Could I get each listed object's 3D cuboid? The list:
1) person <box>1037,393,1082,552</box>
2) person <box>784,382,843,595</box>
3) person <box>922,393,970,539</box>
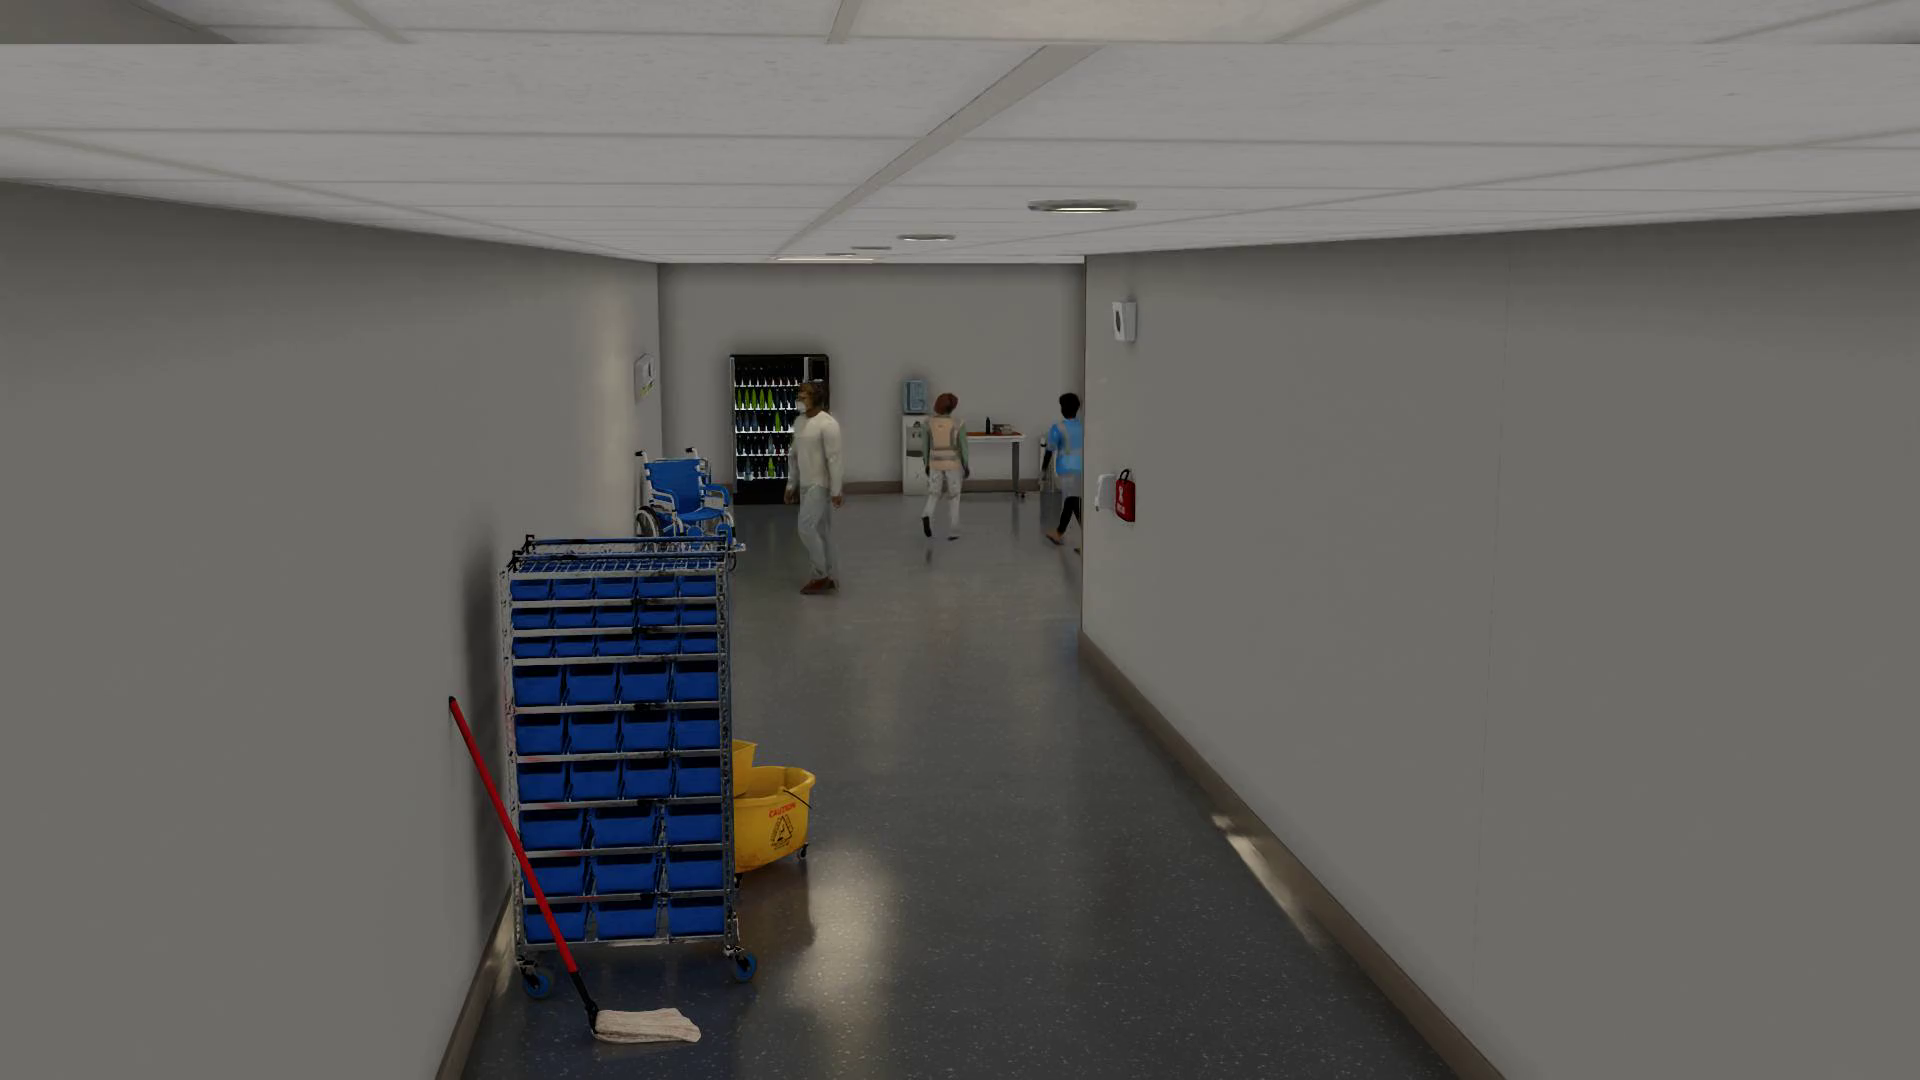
[{"bbox_3d":[1.162,-0.710,17.398,0.540,1.644,0.899,-6,11,-34],"label":"person"},{"bbox_3d":[-1.351,-0.461,14.973,0.599,1.919,0.625,-6,11,-31],"label":"person"},{"bbox_3d":[-0.171,-0.777,17.918,0.534,1.615,0.611,4,10,21],"label":"person"}]
